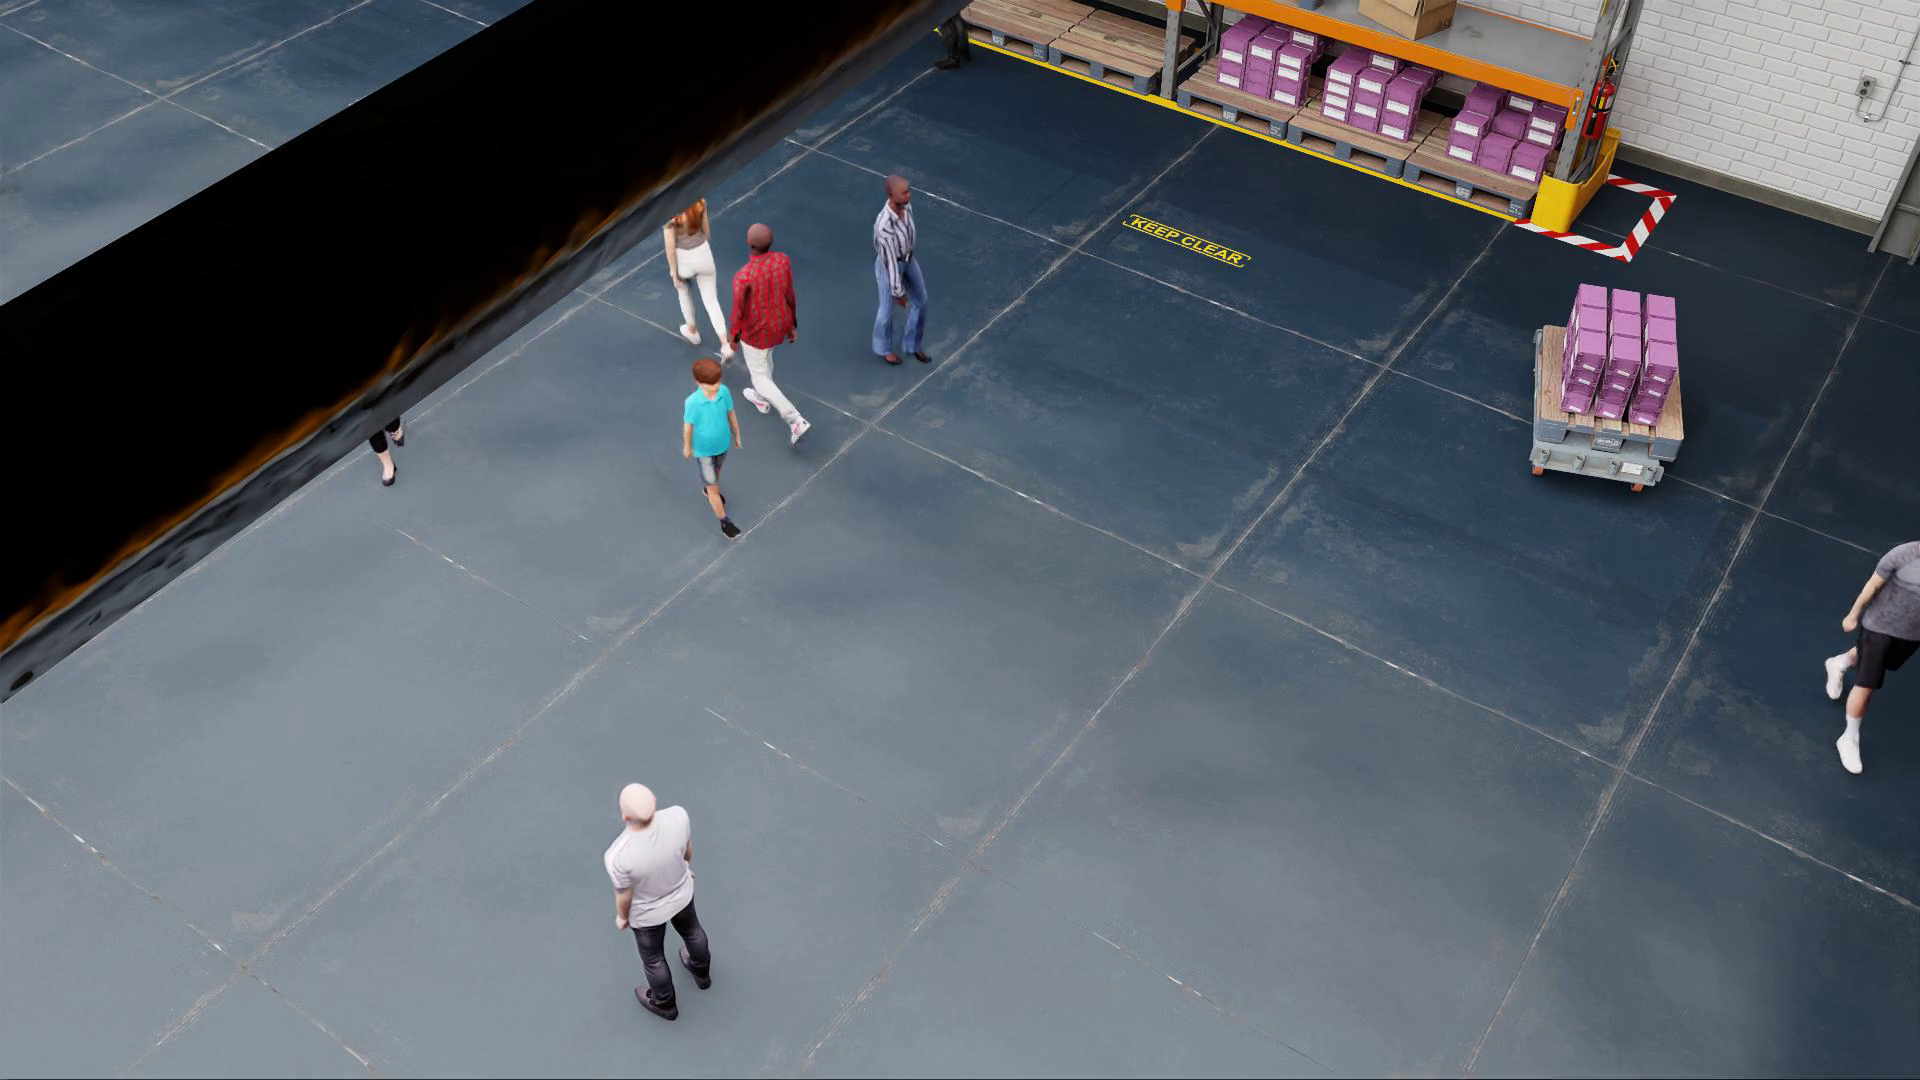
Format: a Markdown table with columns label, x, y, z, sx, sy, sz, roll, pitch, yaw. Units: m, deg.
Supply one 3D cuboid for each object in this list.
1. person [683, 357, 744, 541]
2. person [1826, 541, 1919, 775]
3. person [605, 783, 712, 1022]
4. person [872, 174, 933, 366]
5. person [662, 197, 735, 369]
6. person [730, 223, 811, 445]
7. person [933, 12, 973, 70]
| label | x | y | z | sx | sy | sz | roll | pitch | yaw |
| --- | --- | --- | --- | --- | --- | --- | --- | --- | --- |
| person | -1.812 | -0.743 | 11.880 | 0.700 | 1.413 | 0.976 | -28 | 50 | -26 |
| person | 5.764 | 0.463 | 10.302 | 1.206 | 1.842 | 1.094 | 5 | 44 | 5 |
| person | -1.592 | 1.899 | 8.802 | 0.626 | 1.832 | 0.682 | 33 | 53 | 30 |
| person | -0.591 | -2.106 | 13.048 | 0.780 | 1.775 | 0.742 | 16 | 46 | 16 |
| person | -2.057 | -2.127 | 13.129 | 0.864 | 1.694 | 1.145 | -23 | 48 | -22 |
| person | -1.422 | -1.536 | 12.435 | 0.798 | 1.797 | 1.198 | -34 | 53 | -30 |
| person | -0.076 | -5.550 | 16.672 | 0.689 | 1.763 | 0.879 | 24 | 49 | 23 |
